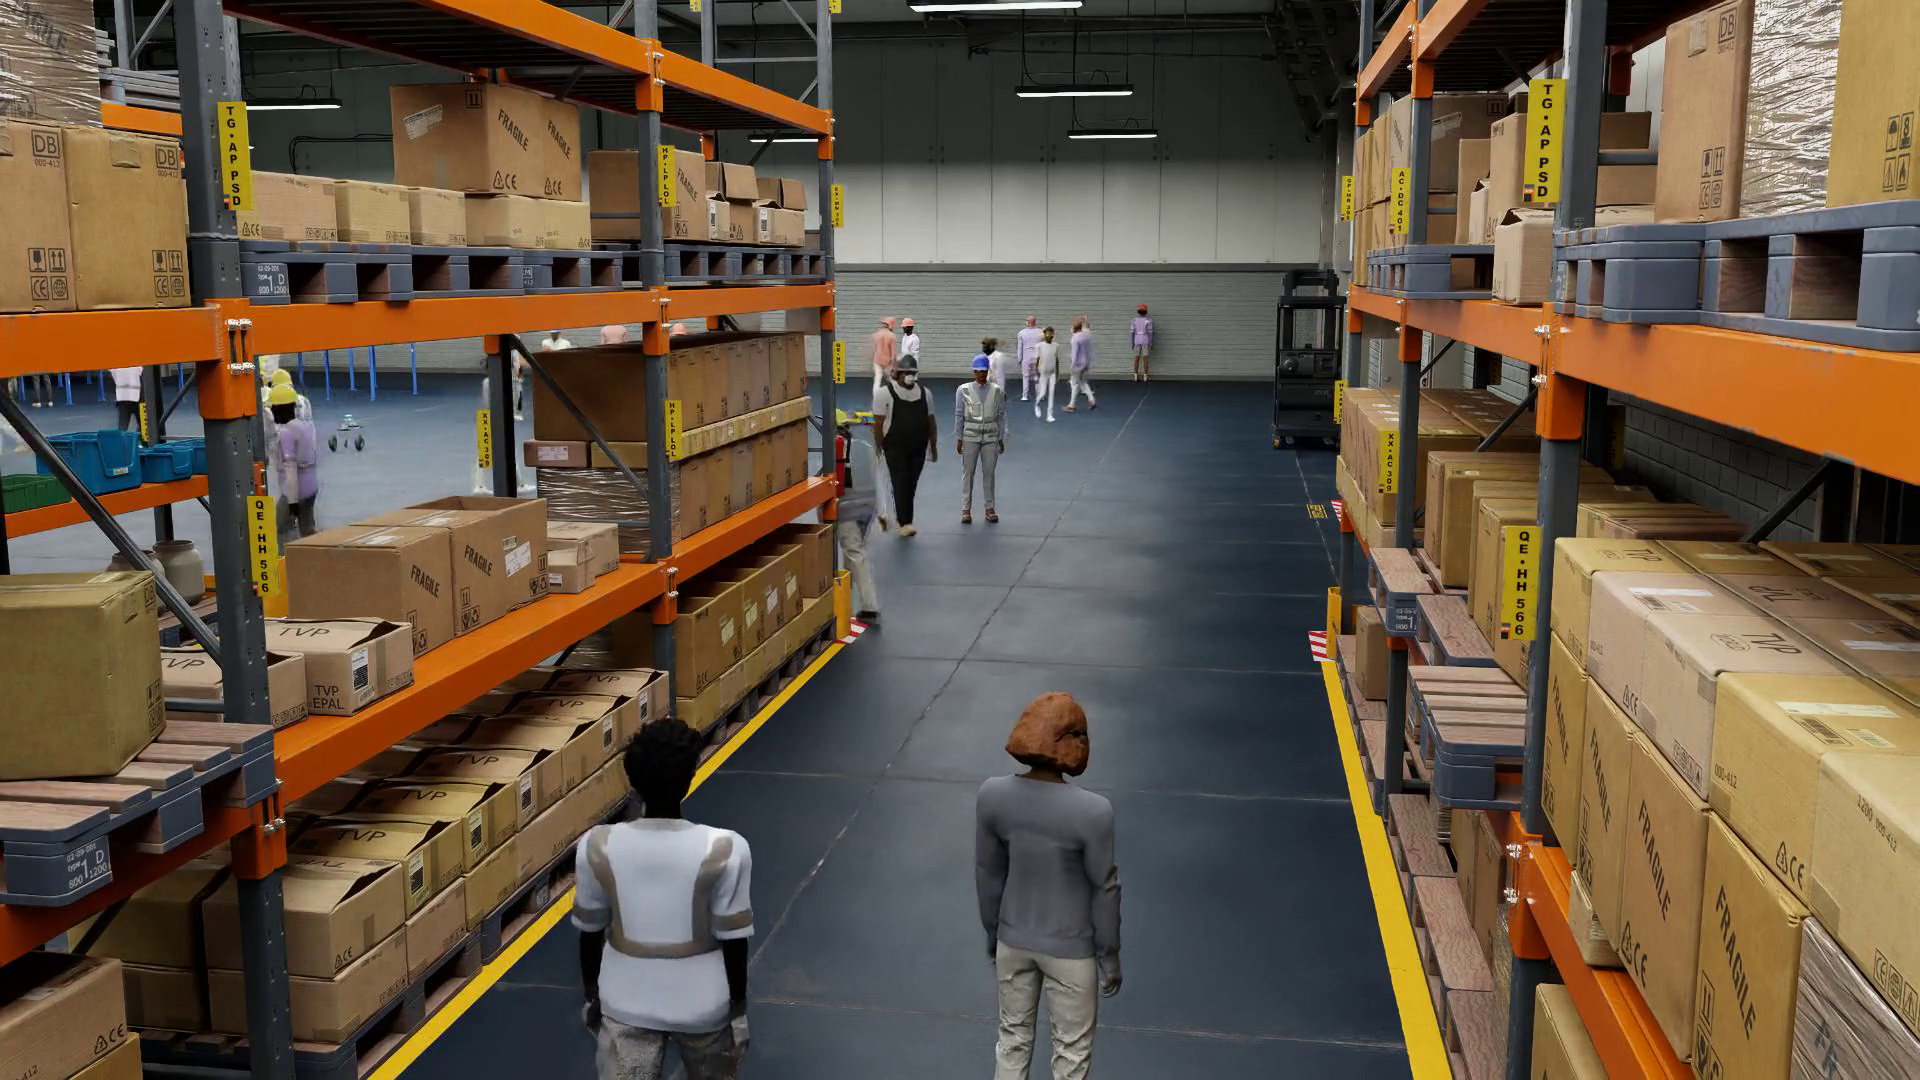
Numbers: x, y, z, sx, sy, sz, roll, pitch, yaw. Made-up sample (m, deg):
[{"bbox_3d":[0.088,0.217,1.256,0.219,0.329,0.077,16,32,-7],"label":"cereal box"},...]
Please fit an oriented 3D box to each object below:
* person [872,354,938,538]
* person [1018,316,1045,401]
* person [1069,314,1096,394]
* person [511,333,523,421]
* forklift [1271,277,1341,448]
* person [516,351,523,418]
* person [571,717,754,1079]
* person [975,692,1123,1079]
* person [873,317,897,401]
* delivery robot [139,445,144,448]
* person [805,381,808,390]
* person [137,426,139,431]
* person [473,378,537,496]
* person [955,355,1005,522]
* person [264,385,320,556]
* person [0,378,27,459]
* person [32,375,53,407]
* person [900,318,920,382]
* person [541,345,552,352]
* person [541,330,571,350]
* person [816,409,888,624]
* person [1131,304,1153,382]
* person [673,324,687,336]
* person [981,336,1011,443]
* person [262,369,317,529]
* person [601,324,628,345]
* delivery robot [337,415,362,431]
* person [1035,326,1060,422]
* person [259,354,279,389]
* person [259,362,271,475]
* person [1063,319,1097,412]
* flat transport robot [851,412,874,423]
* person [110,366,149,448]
[{"bbox_3d":[-0.528,-1.023,18.255,0.703,2.000,0.901,-5,10,-27],"label":"person"},{"bbox_3d":[1.604,-4.067,37.303,0.643,1.913,0.410,-1,9,-5],"label":"person"},{"bbox_3d":[2.903,-4.372,39.228,0.620,1.893,0.659,-2,9,-13],"label":"person"},{"bbox_3d":[-8.712,-3.162,32.372,0.431,1.712,0.573,0,9,0],"label":"person"},{"bbox_3d":[5.847,-3.016,27.970,1.129,2.768,1.873,1,9,9],"label":"forklift"},{"bbox_3d":[-8.822,-3.164,32.467,0.554,1.660,0.773,2,10,15],"label":"person"},{"bbox_3d":[-0.854,1.336,4.739,0.537,1.668,0.817,1,9,5],"label":"person"},{"bbox_3d":[0.280,1.276,5.200,0.498,1.633,0.278,6,11,32],"label":"person"},{"bbox_3d":[-1.537,-3.773,35.413,0.632,1.917,1.036,5,10,28],"label":"person"},{"bbox_3d":[-12.095,-1.229,23.808,0.707,0.478,0.477,-9,13,-43],"label":"delivery robot"},{"bbox_3d":[-3.904,-4.393,39.818,0.524,1.740,0.802,8,12,40],"label":"person"},{"bbox_3d":[-14.924,-2.969,30.447,0.545,1.938,0.362,-7,12,-39],"label":"person"},{"bbox_3d":[-6.027,-1.505,21.756,0.521,1.836,0.845,8,12,39],"label":"person"},{"bbox_3d":[0.236,-1.193,19.459,0.602,1.948,0.386,-2,9,-12],"label":"person"},{"bbox_3d":[-6.093,-0.445,14.999,0.721,1.903,0.593,0,9,-1],"label":"person"},{"bbox_3d":[-14.959,-2.171,25.888,0.656,1.821,0.595,5,11,30],"label":"person"},{"bbox_3d":[-19.796,-3.776,35.718,0.349,1.843,0.506,9,13,44],"label":"person"},{"bbox_3d":[-1.073,-3.660,34.708,0.358,1.938,0.548,-6,11,-35],"label":"person"},{"bbox_3d":[-7.384,-2.703,29.892,0.532,1.576,0.877,-4,10,-24],"label":"person"},{"bbox_3d":[-7.777,-3.206,31.938,0.633,1.918,0.793,1,9,6],"label":"person"},{"bbox_3d":[-0.971,-0.214,13.968,0.910,1.770,0.611,8,12,42],"label":"person"},{"bbox_3d":[4.826,-5.222,44.013,0.614,2.043,0.373,4,10,23],"label":"person"},{"bbox_3d":[-5.050,-2.897,29.939,0.626,1.955,0.931,-1,9,-9],"label":"person"},{"bbox_3d":[0.521,-2.473,27.722,0.431,1.832,0.630,-5,10,-27],"label":"person"},{"bbox_3d":[-7.720,-1.061,19.076,0.605,1.809,0.707,-7,12,-38],"label":"person"},{"bbox_3d":[-8.169,-4.394,39.348,0.638,1.903,0.408,-3,10,-16],"label":"person"},{"bbox_3d":[-10.072,-1.937,27.377,0.335,0.223,0.698,-1,9,-6],"label":"delivery robot"},{"bbox_3d":[1.703,-3.248,32.448,0.514,1.854,0.570,-3,10,-19],"label":"person"},{"bbox_3d":[-12.826,-2.973,30.906,0.629,1.812,0.924,7,11,35],"label":"person"},{"bbox_3d":[-8.583,-1.283,20.397,0.497,1.819,0.619,6,11,31],"label":"person"},{"bbox_3d":[2.464,-3.610,34.448,0.631,1.924,0.674,6,11,31],"label":"person"},{"bbox_3d":[-1.380,-2.318,31.689,0.652,0.197,1.431,-8,12,-41],"label":"flat transport robot"},{"bbox_3d":[-12.689,-2.131,25.431,0.589,1.889,0.925,-1,9,-4],"label":"person"}]
